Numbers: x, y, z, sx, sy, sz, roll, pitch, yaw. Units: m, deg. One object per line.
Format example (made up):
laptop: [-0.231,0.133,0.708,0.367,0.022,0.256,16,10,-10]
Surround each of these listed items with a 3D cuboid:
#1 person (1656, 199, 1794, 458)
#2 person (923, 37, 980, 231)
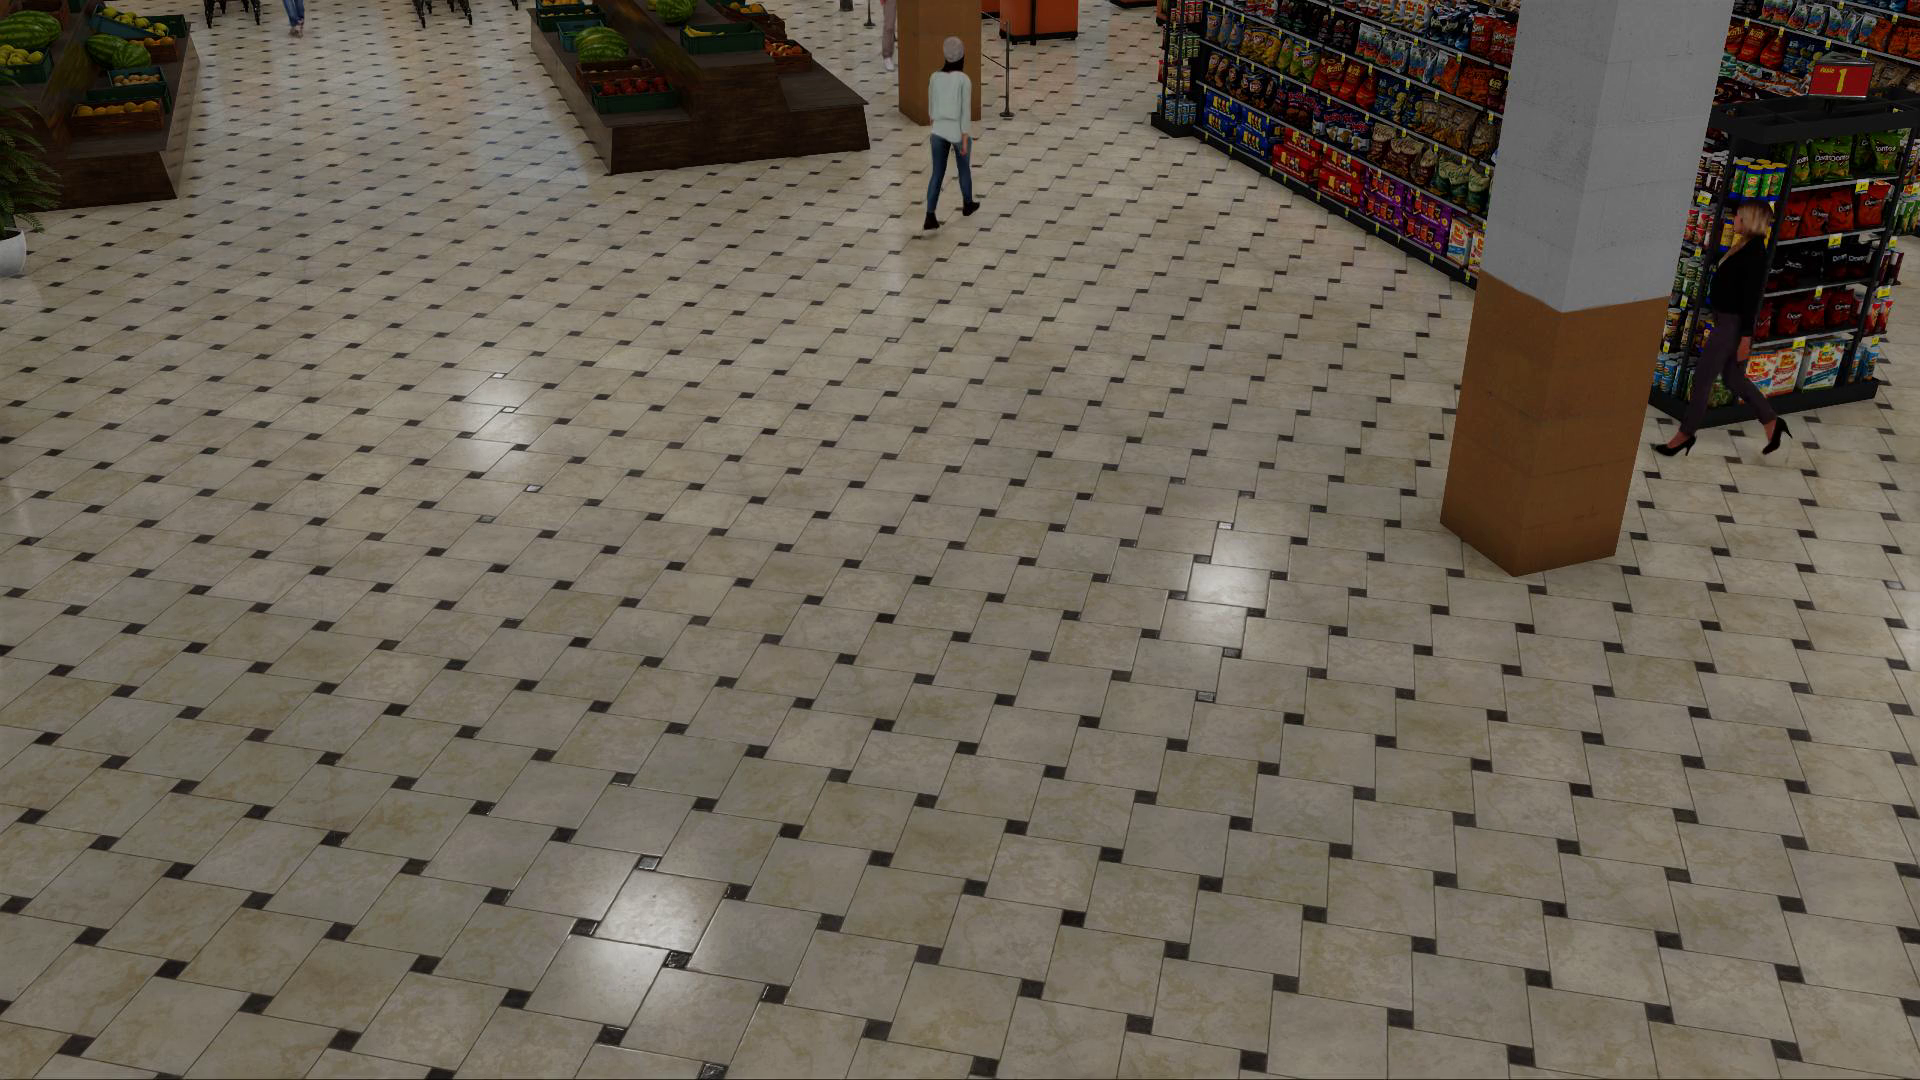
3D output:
person: [4.808,-1.232,10.149,1.055,1.630,1.045,7,29,13]
person: [-0.125,-3.421,14.192,1.084,1.598,1.158,12,31,21]
